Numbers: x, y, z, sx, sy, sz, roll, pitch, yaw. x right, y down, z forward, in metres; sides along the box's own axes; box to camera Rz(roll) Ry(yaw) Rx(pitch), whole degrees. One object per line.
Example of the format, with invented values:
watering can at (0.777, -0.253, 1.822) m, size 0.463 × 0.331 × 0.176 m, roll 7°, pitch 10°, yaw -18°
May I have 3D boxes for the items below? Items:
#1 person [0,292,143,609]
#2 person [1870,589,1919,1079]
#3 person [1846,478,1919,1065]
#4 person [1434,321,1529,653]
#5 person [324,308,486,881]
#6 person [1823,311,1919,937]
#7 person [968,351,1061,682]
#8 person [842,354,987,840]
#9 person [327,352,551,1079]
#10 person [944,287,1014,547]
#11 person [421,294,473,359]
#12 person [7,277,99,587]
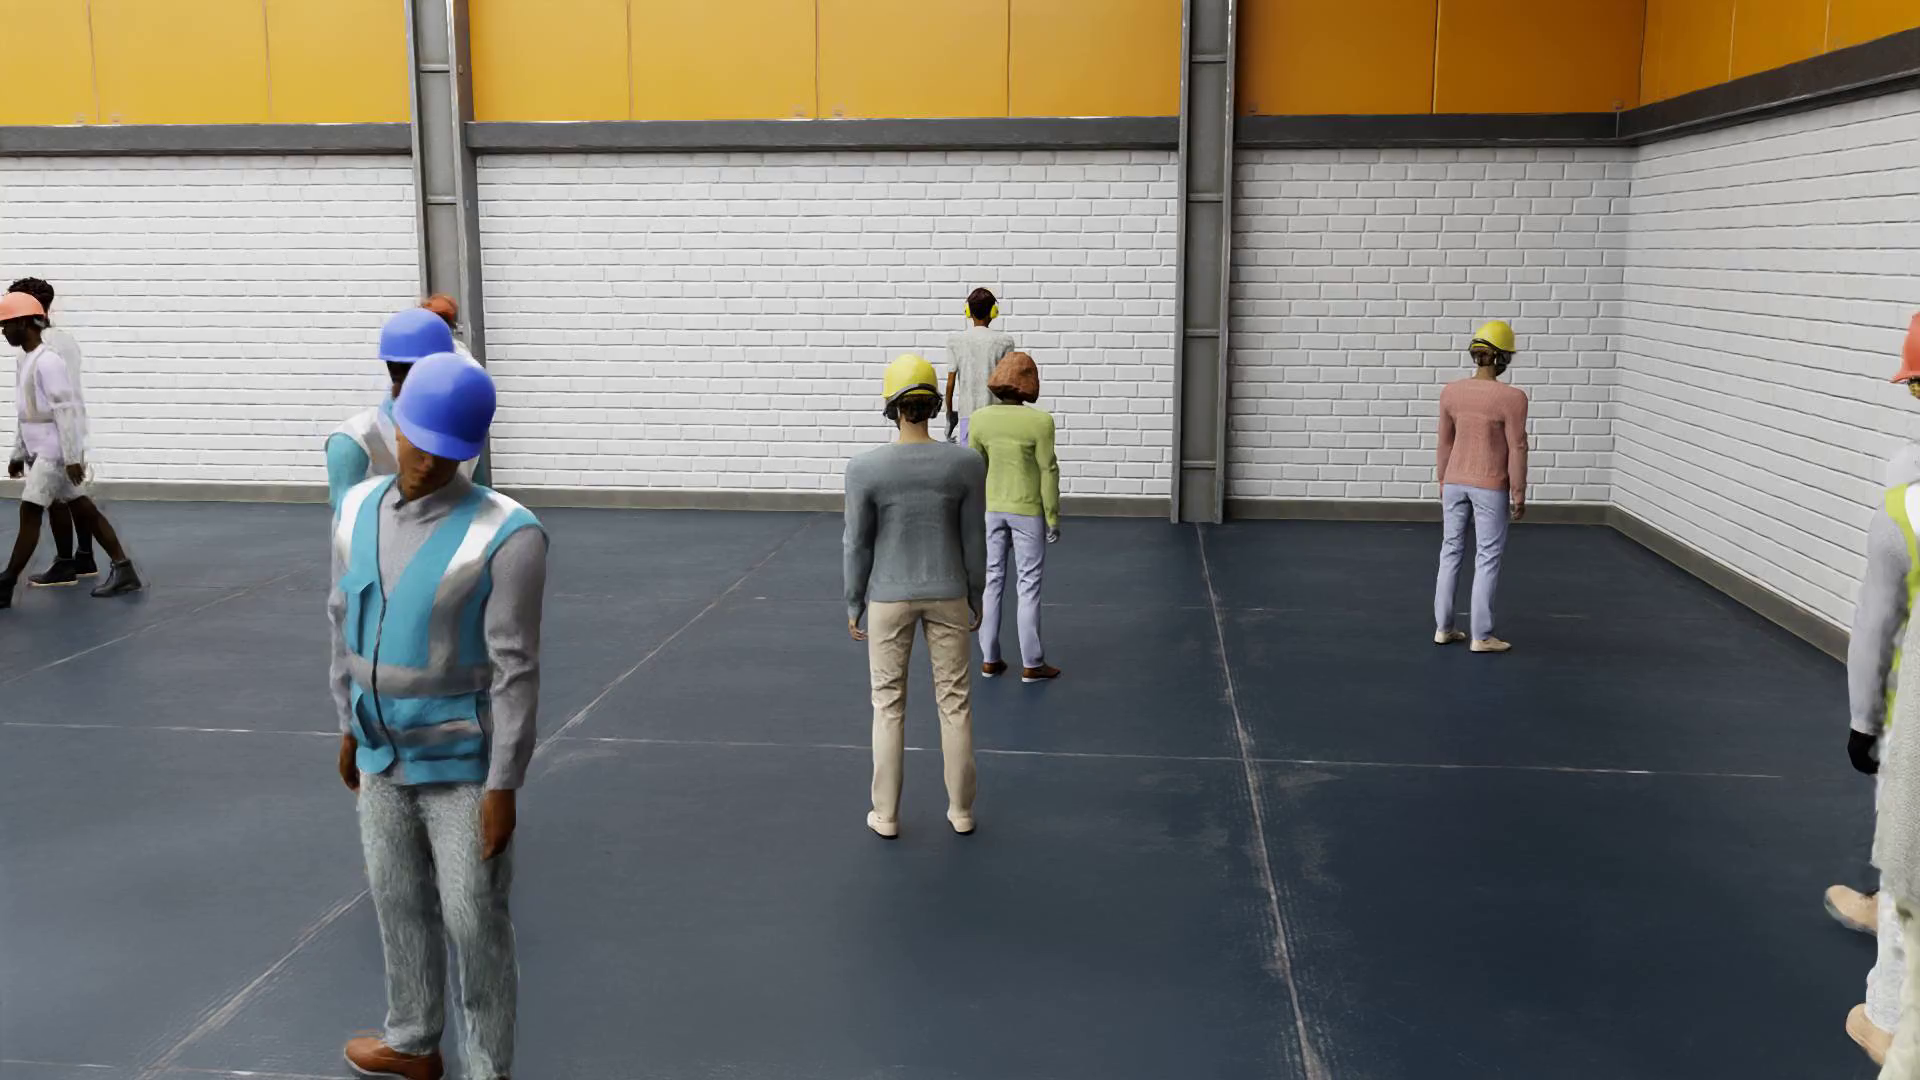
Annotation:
person at (-5.507, -0.542, 10.000) m, size 1.017 × 1.871 × 0.565 m, roll -7°, pitch 12°, yaw -35°
person at (1.948, 0.672, 3.108) m, size 0.544 × 1.848 × 0.571 m, roll 3°, pitch 10°, yaw 19°
person at (2.612, 0.476, 4.279) m, size 0.624 × 1.838 × 0.430 m, roll 2°, pitch 10°, yaw 14°
person at (2.768, -0.276, 8.817) m, size 0.343 × 1.755 × 0.531 m, roll -8°, pitch 13°, yaw -39°
person at (-1.805, 0.198, 5.581) m, size 0.421 × 1.939 × 0.616 m, roll 7°, pitch 12°, yaw 34°
person at (2.957, 0.336, 4.715) m, size 0.734 × 1.992 × 0.944 m, roll -1°, pitch 10°, yaw -5°
person at (0.272, -0.114, 8.229) m, size 0.498 × 1.633 × 0.278 m, roll 6°, pitch 12°, yaw 31°
person at (-0.163, 0.211, 6.025) m, size 0.528 × 1.761 × 0.339 m, roll -2°, pitch 10°, yaw -10°
person at (-1.300, 0.500, 3.978) m, size 0.778 × 1.910 × 0.376 m, roll 5°, pitch 11°, yaw 28°
person at (0.148, -0.851, 11.790) m, size 0.535 × 1.864 × 0.309 m, roll 1°, pitch 10°, yaw 8°
person at (-3.209, -0.613, 10.486) m, size 0.347 × 1.860 × 0.646 m, roll -7°, pitch 12°, yaw -34°
person at (-5.761, -0.679, 10.547) m, size 0.374 × 1.962 × 0.606 m, roll -1°, pitch 10°, yaw -4°
